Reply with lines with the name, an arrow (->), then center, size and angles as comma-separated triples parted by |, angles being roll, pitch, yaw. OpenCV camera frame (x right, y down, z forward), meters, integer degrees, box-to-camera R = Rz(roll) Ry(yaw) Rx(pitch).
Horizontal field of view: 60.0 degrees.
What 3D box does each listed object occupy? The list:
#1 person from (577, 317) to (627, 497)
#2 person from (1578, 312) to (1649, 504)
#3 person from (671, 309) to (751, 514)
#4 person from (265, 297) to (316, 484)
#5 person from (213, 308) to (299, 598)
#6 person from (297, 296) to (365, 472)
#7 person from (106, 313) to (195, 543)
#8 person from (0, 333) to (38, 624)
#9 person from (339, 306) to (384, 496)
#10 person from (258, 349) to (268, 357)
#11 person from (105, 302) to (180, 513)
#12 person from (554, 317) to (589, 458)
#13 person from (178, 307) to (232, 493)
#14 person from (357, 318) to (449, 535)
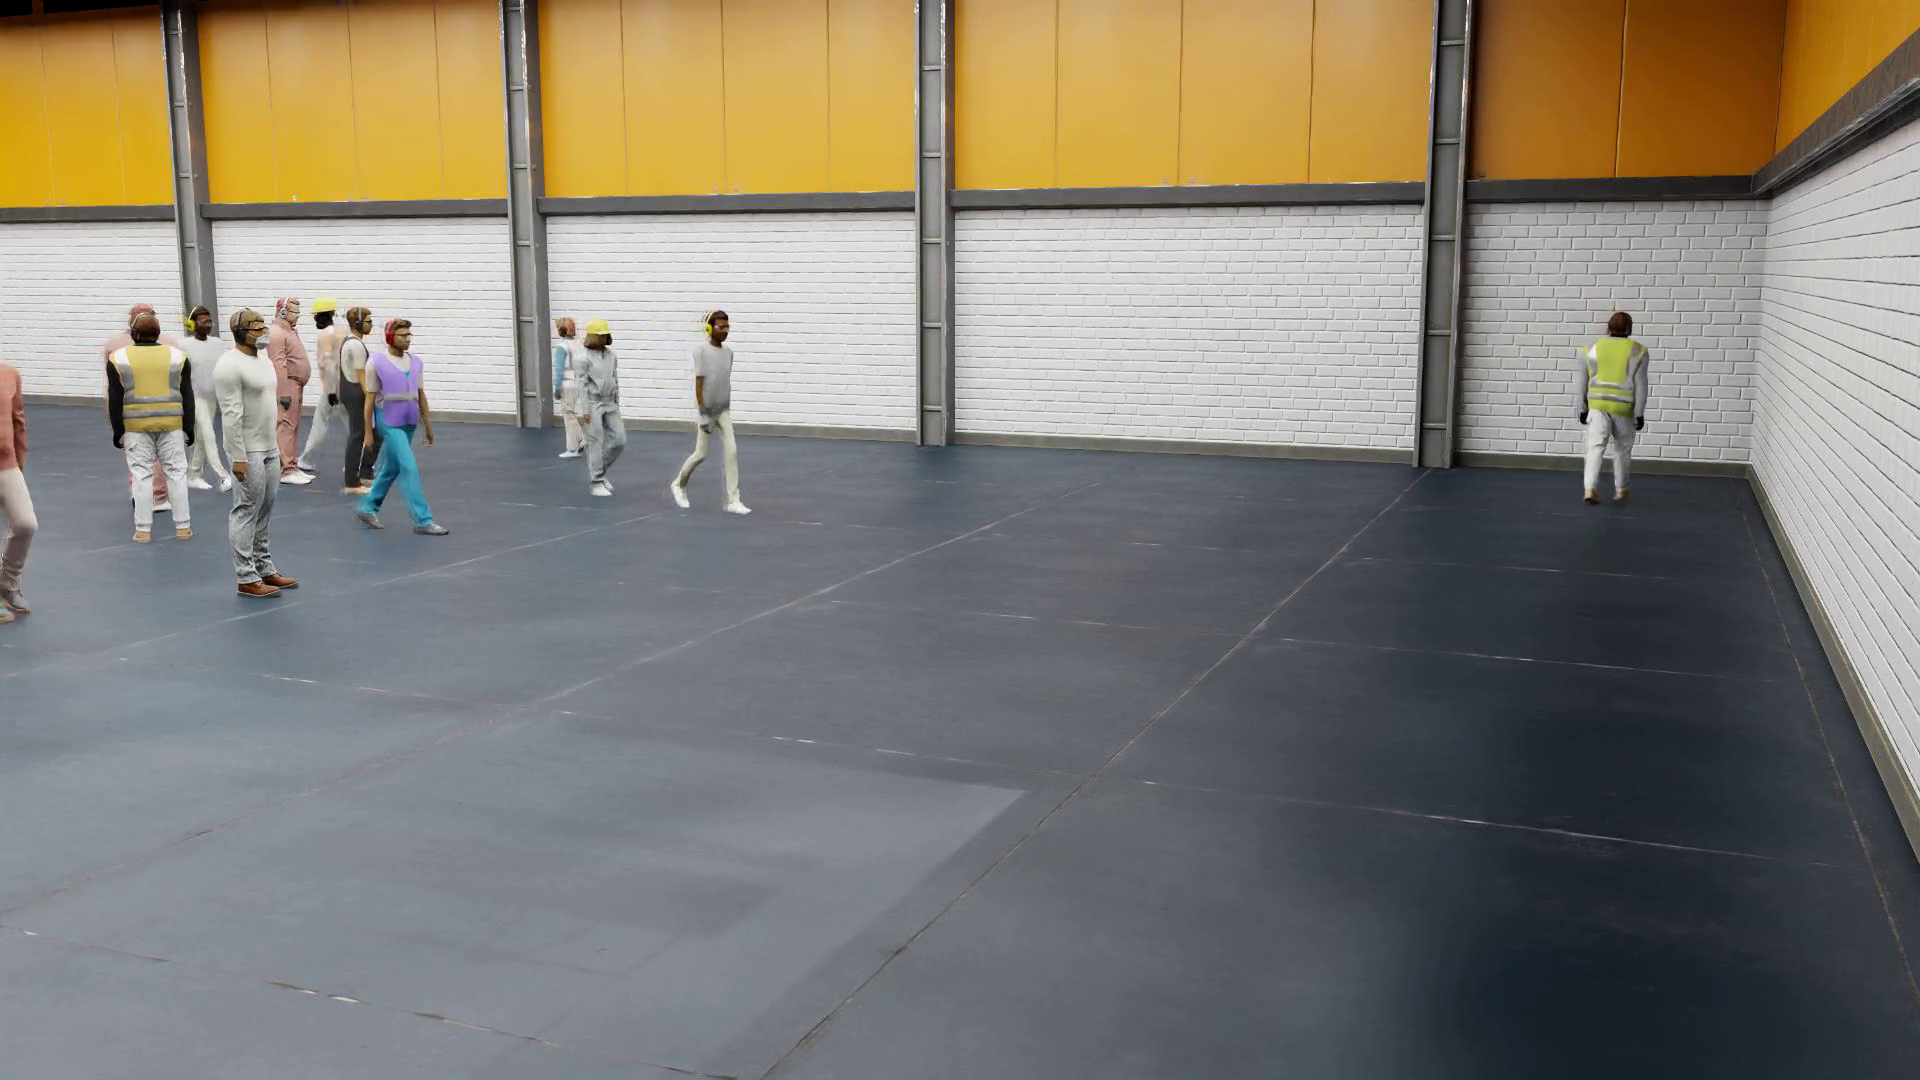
person -> -3.439, -1.274, 16.004 | 0.357, 1.727, 0.501 | 7, 12, 36
person -> 6.105, -1.237, 15.583 | 0.635, 1.801, 0.938 | 6, 11, 34
person -> -2.270, -1.165, 15.044 | 0.894, 1.841, 0.534 | 8, 12, 40
person -> -6.840, -1.524, 17.005 | 0.409, 1.903, 0.638 | -2, 10, -13
person -> -4.751, -0.587, 11.208 | 0.372, 1.940, 0.630 | 0, 9, 1
person -> -6.819, -1.656, 17.842 | 0.950, 1.881, 0.624 | 0, 9, 1
person -> -6.501, -0.901, 13.403 | 0.634, 1.842, 0.429 | -6, 11, -32
person -> -6.025, -0.453, 10.282 | 0.435, 1.972, 0.621 | 6, 11, 32
person -> -5.741, -1.333, 16.047 | 0.553, 1.824, 0.531 | -4, 10, -21
person -> -7.642, -1.542, 18.020 | 0.508, 1.597, 0.810 | -4, 10, -23
person -> -7.305, -1.191, 15.028 | 0.665, 1.892, 0.467 | 0, 9, 1
person -> -4.521, -1.752, 19.183 | 0.370, 1.626, 0.536 | 2, 10, 14
person -> -7.349, -1.367, 16.312 | 0.986, 1.818, 0.525 | 5, 11, 27
person -> -4.702, -0.946, 13.828 | 0.967, 1.800, 0.576 | 4, 10, 22
